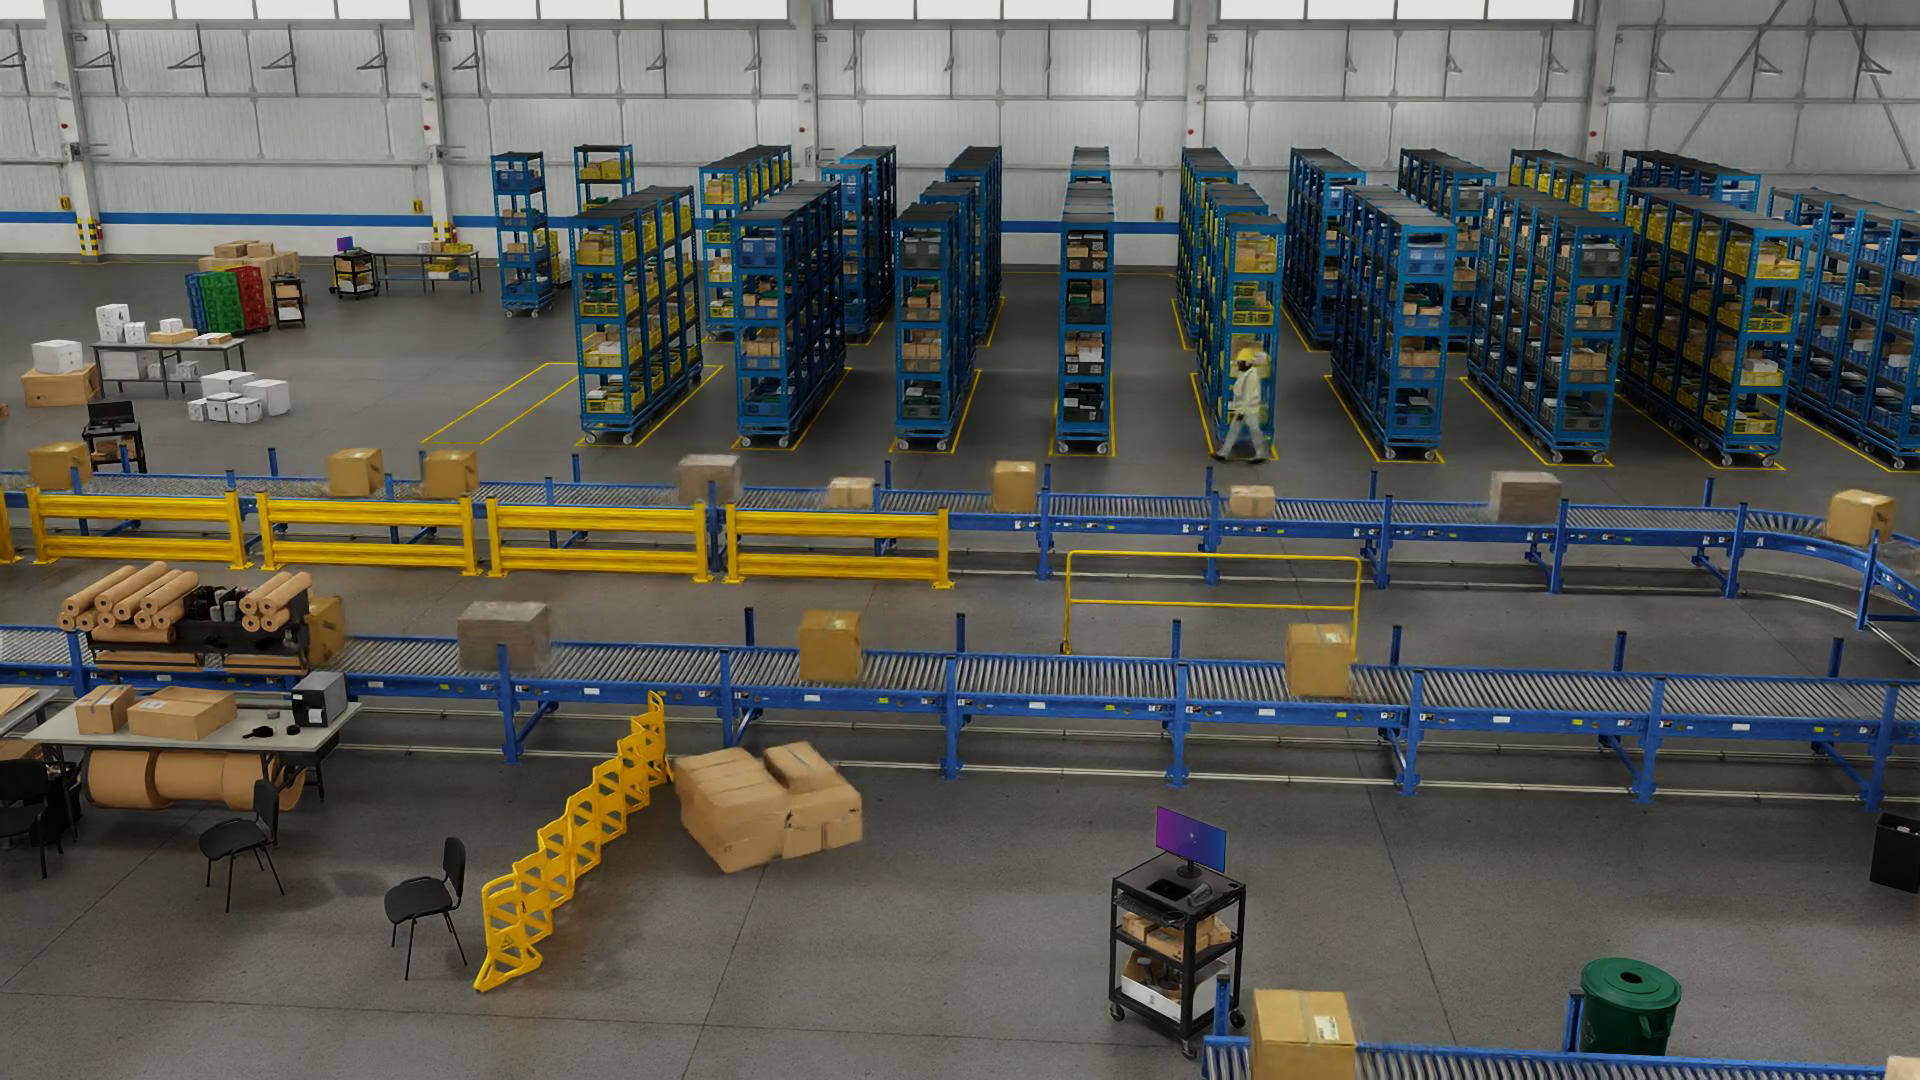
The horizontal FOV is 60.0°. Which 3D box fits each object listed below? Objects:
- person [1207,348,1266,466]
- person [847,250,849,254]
[{"bbox_3d":[4.216,-1.977,24.899,0.915,1.781,0.605,-3,18,-10],"label":"person"},{"bbox_3d":[-2.429,-6.923,40.561,0.793,1.800,0.593,-11,21,-32],"label":"person"}]
